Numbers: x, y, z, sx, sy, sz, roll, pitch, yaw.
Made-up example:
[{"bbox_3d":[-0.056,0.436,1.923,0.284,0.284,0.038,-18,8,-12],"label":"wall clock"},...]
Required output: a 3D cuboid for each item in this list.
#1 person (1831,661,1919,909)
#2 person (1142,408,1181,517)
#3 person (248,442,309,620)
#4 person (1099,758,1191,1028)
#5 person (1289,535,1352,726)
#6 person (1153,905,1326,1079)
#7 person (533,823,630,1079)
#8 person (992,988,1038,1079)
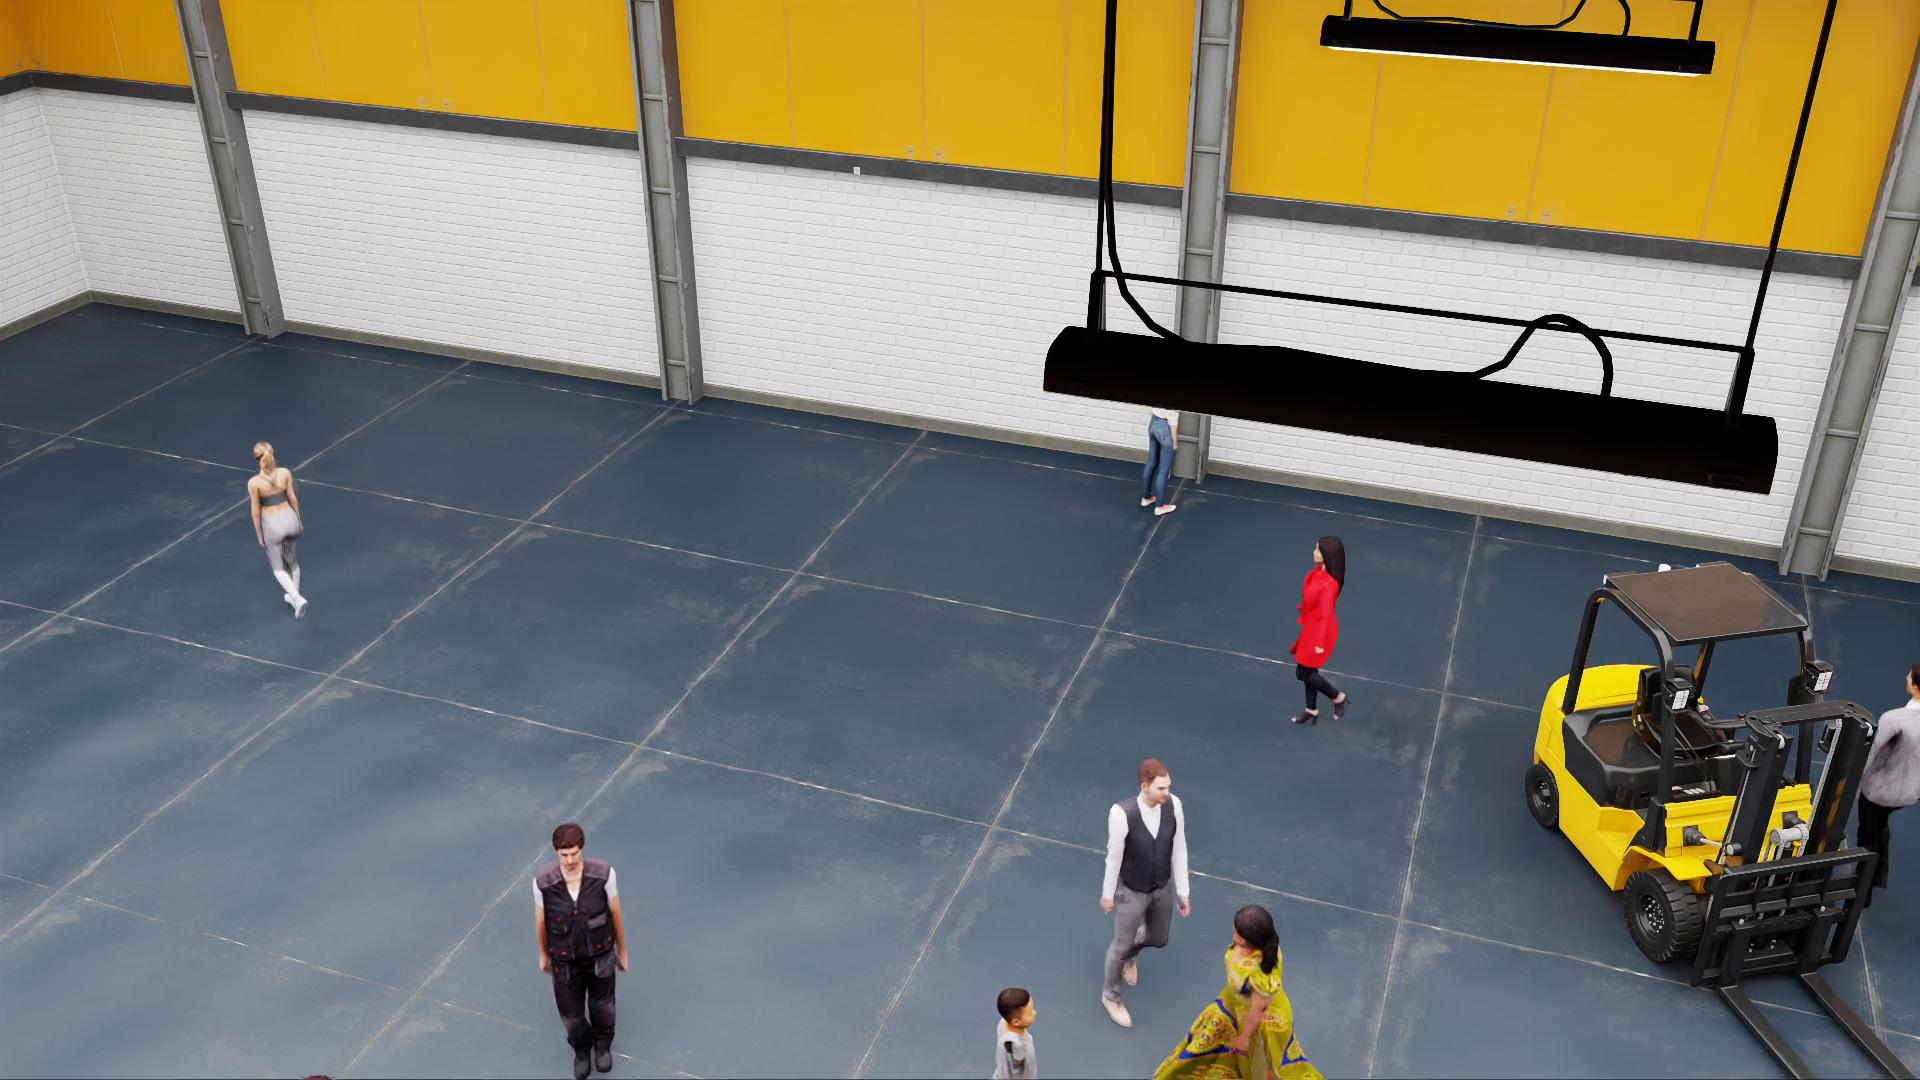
[{"bbox_3d":[6.385,1.716,11.269,0.828,1.908,0.906,-11,30,-19],"label":"person"},{"bbox_3d":[2.014,-1.084,16.589,0.697,1.728,0.629,-14,32,-24],"label":"person"},{"bbox_3d":[-6.003,-0.059,14.756,0.831,1.685,1.002,-23,36,-35],"label":"person"},{"bbox_3d":[1.124,2.134,10.491,0.944,1.918,1.001,-9,30,-16],"label":"person"},{"bbox_3d":[2.928,0.757,13.204,0.847,1.738,0.726,3,29,5],"label":"person"},{"bbox_3d":[1.794,2.768,9.658,1.434,1.603,1.150,-2,29,-5],"label":"person"},{"bbox_3d":[-2.289,2.415,10.056,0.768,1.842,0.855,-7,29,-13],"label":"person"},{"bbox_3d":[0.298,3.038,9.317,0.647,1.456,0.647,-3,29,-6],"label":"person"}]
